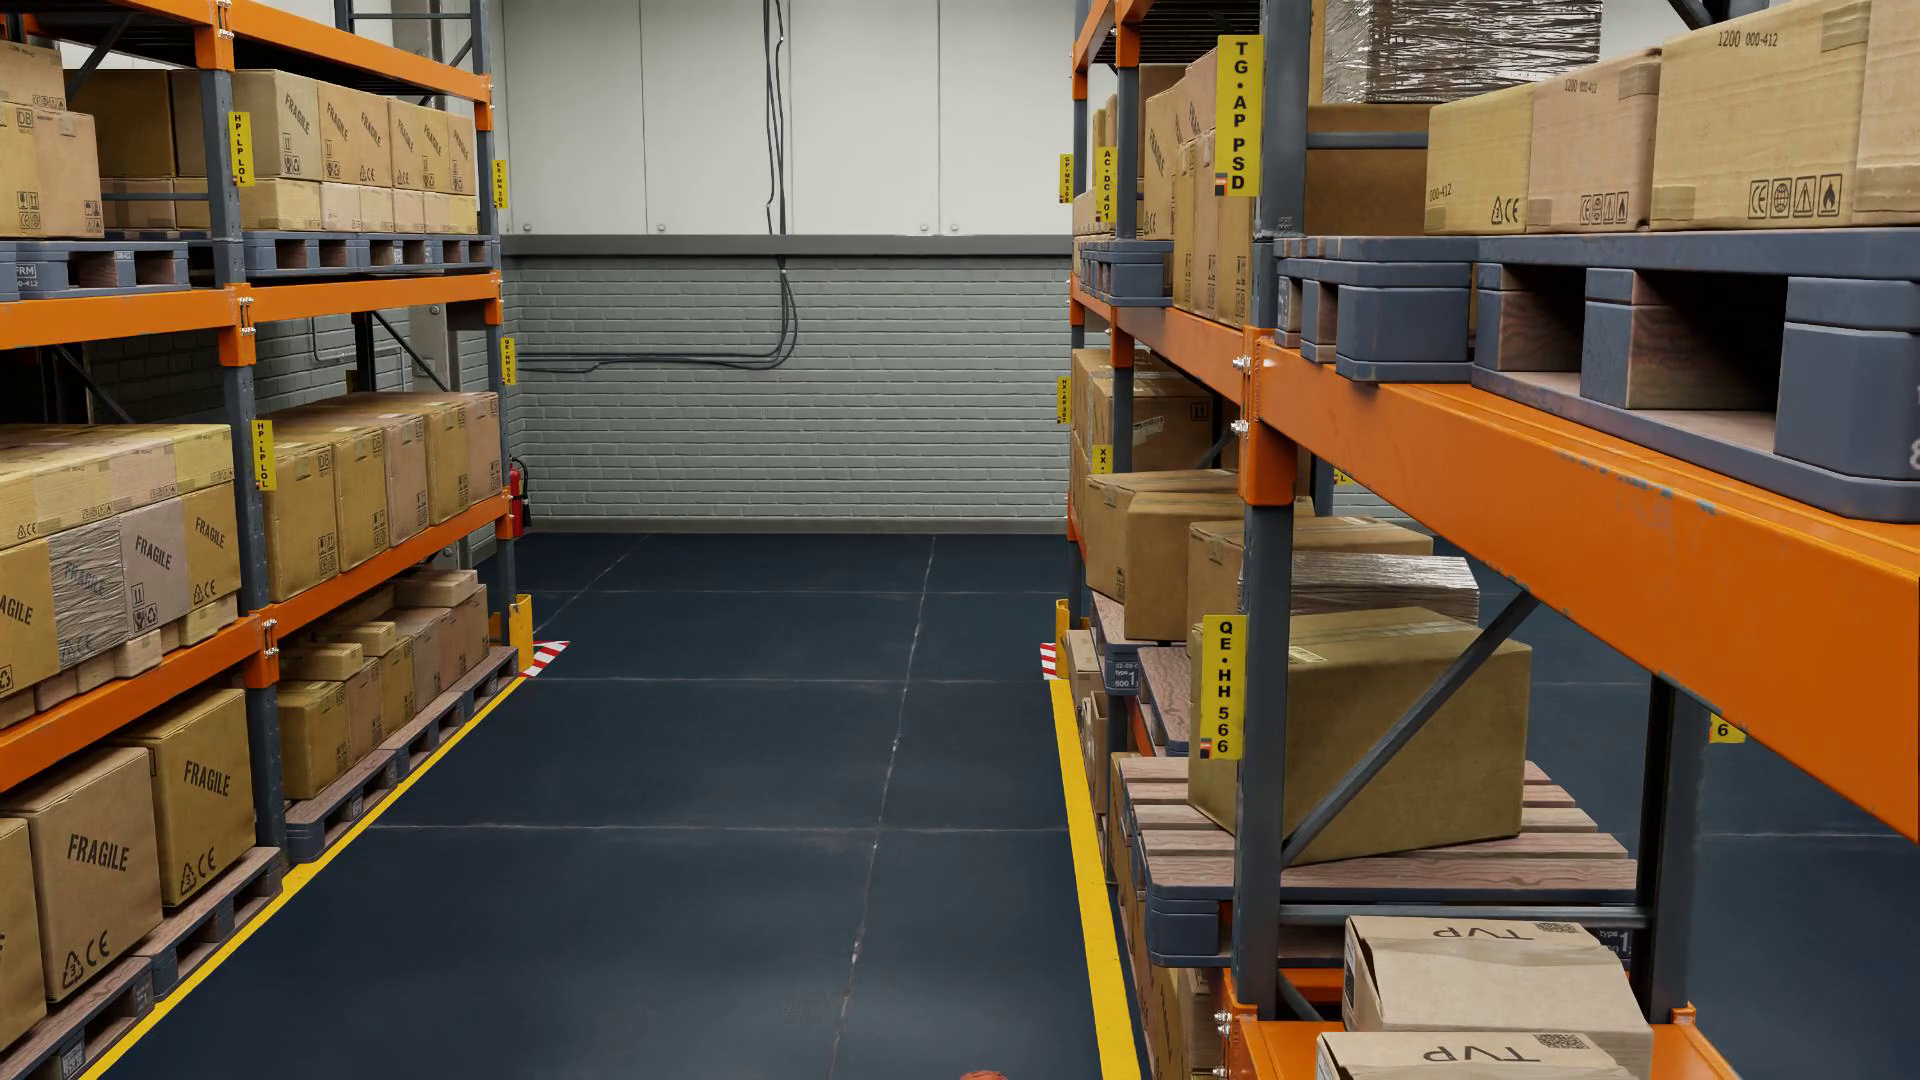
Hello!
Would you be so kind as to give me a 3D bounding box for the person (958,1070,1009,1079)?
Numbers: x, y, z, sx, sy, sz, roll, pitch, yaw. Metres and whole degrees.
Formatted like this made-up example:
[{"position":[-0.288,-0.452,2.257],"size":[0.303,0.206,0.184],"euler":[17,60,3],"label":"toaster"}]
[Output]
[{"position":[0.018,1.675,2.436],"size":[0.572,1.883,0.356],"euler":[0,10,2],"label":"person"}]
